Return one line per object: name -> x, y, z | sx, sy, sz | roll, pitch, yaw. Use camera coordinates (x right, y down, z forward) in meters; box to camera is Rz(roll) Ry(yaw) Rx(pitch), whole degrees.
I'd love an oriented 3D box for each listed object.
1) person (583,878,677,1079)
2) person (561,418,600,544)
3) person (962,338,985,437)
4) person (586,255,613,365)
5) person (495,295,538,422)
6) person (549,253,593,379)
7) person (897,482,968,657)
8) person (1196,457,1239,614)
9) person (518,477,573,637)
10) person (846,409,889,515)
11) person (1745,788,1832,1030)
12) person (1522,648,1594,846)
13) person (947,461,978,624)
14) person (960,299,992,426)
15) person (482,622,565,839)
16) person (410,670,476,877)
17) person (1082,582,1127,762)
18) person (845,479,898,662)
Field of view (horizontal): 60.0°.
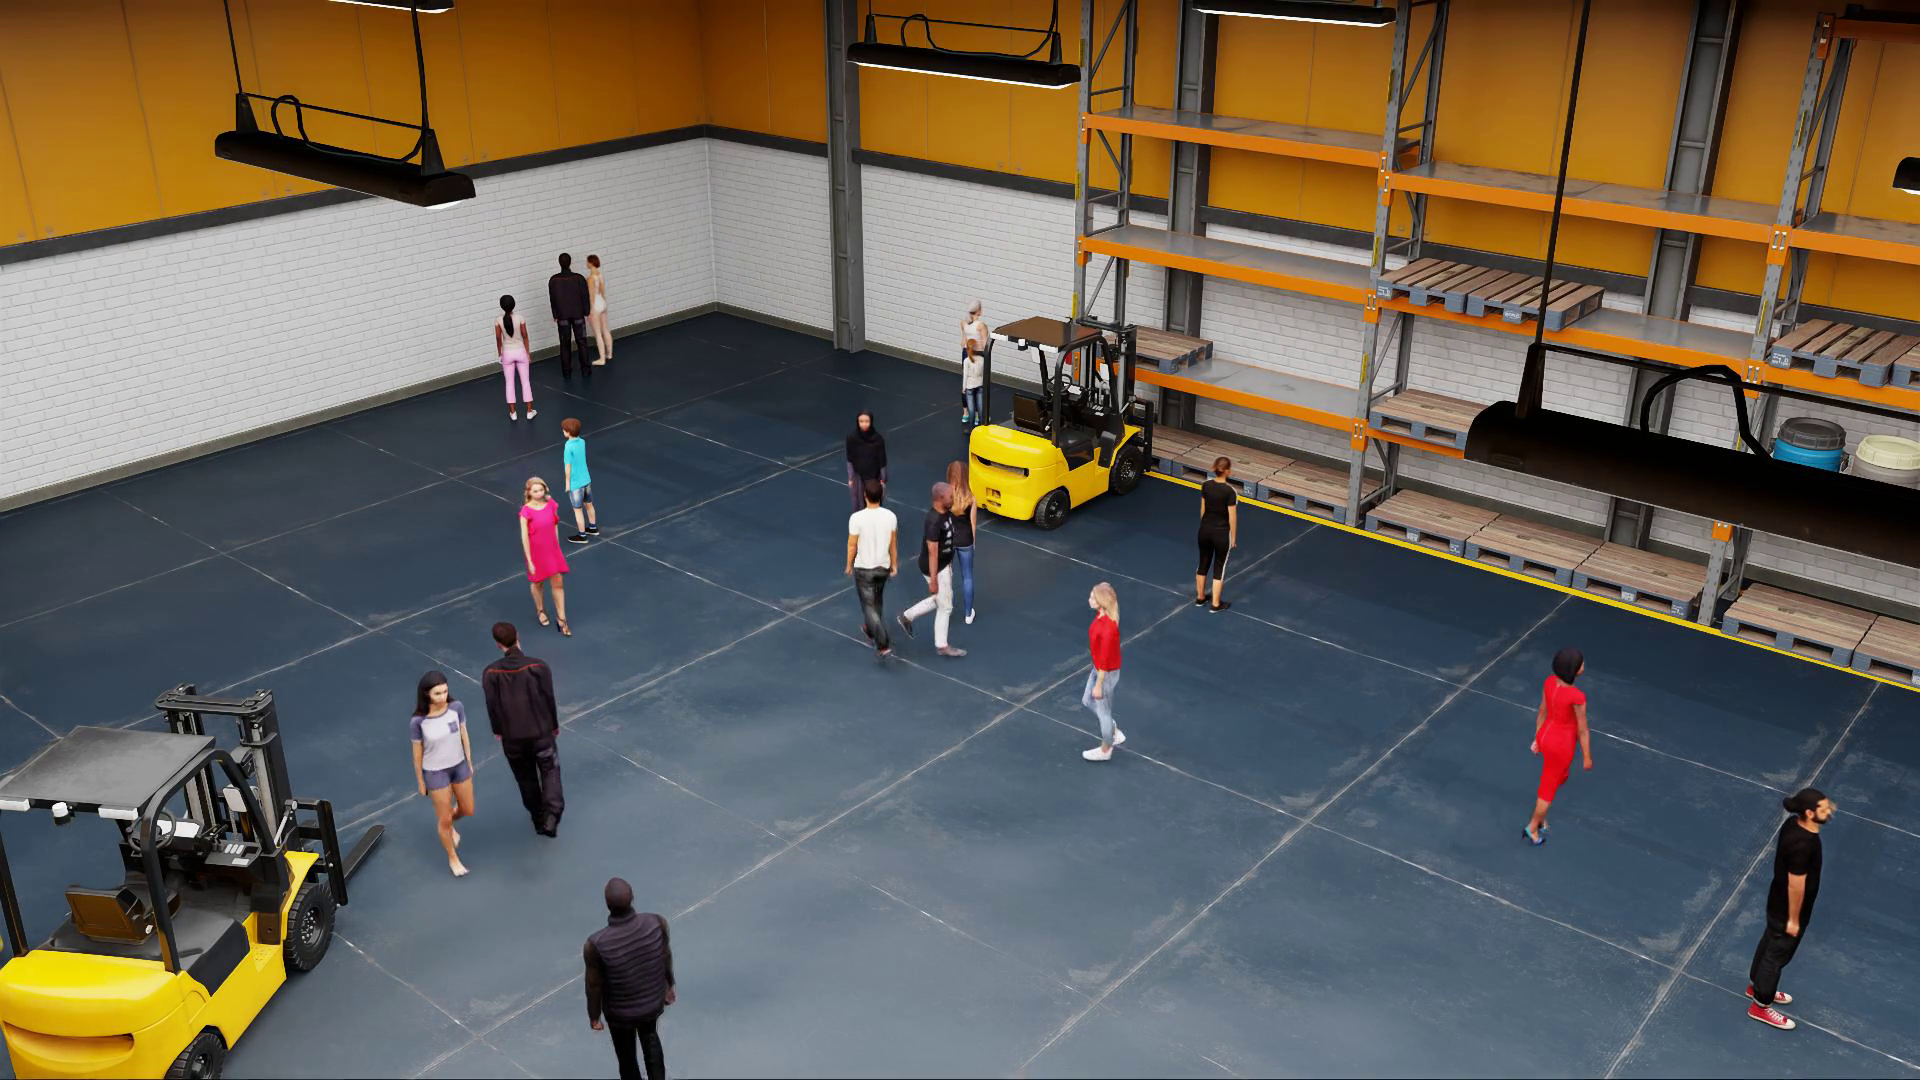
person -> -1.960, 2.874, 10.129 | 0.826, 1.829, 0.851 | -14, 27, -28
person -> -4.298, -0.691, 18.761 | 0.570, 1.448, 0.572 | 8, 25, 18
person -> 0.185, -2.016, 21.960 | 0.539, 1.313, 0.560 | -10, 26, -22
person -> -5.405, -3.457, 24.847 | 0.598, 1.641, 0.620 | 8, 25, 17
person -> -6.026, -2.480, 22.488 | 0.655, 1.741, 0.696 | -4, 24, -10
person -> -5.657, -3.262, 24.155 | 0.797, 1.839, 0.823 | -4, 24, -10
person -> -0.301, 0.279, 16.123 | 1.084, 1.782, 0.943 | 5, 24, 12
person -> 2.618, -0.068, 17.061 | 0.465, 1.669, 0.644 | 21, 31, 39
person -> -4.202, 0.112, 16.614 | 0.691, 1.695, 0.875 | -17, 29, -34
person -> -1.025, -0.714, 18.633 | 1.110, 1.593, 1.123 | 0, 24, -1
person -> 5.581, 2.444, 11.202 | 0.692, 1.758, 0.702 | 9, 25, 20
person -> 4.605, 1.656, 13.037 | 0.779, 1.732, 0.716 | -6, 24, -14
person -> -0.043, 0.024, 16.782 | 0.640, 1.722, 0.711 | 0, 24, -1
person -> 0.182, -2.403, 22.356 | 0.466, 1.706, 0.653 | 17, 29, 34
person -> -3.402, 1.561, 13.070 | 1.018, 1.880, 1.092 | -3, 24, -6
person -> -4.004, 1.752, 12.833 | 0.661, 1.720, 0.770 | -18, 29, -35
person -> 1.313, 1.144, 14.249 | 0.806, 1.699, 0.755 | 0, 24, 0
person -> -0.823, 0.311, 16.063 | 0.937, 1.773, 1.200 | -12, 26, -25
